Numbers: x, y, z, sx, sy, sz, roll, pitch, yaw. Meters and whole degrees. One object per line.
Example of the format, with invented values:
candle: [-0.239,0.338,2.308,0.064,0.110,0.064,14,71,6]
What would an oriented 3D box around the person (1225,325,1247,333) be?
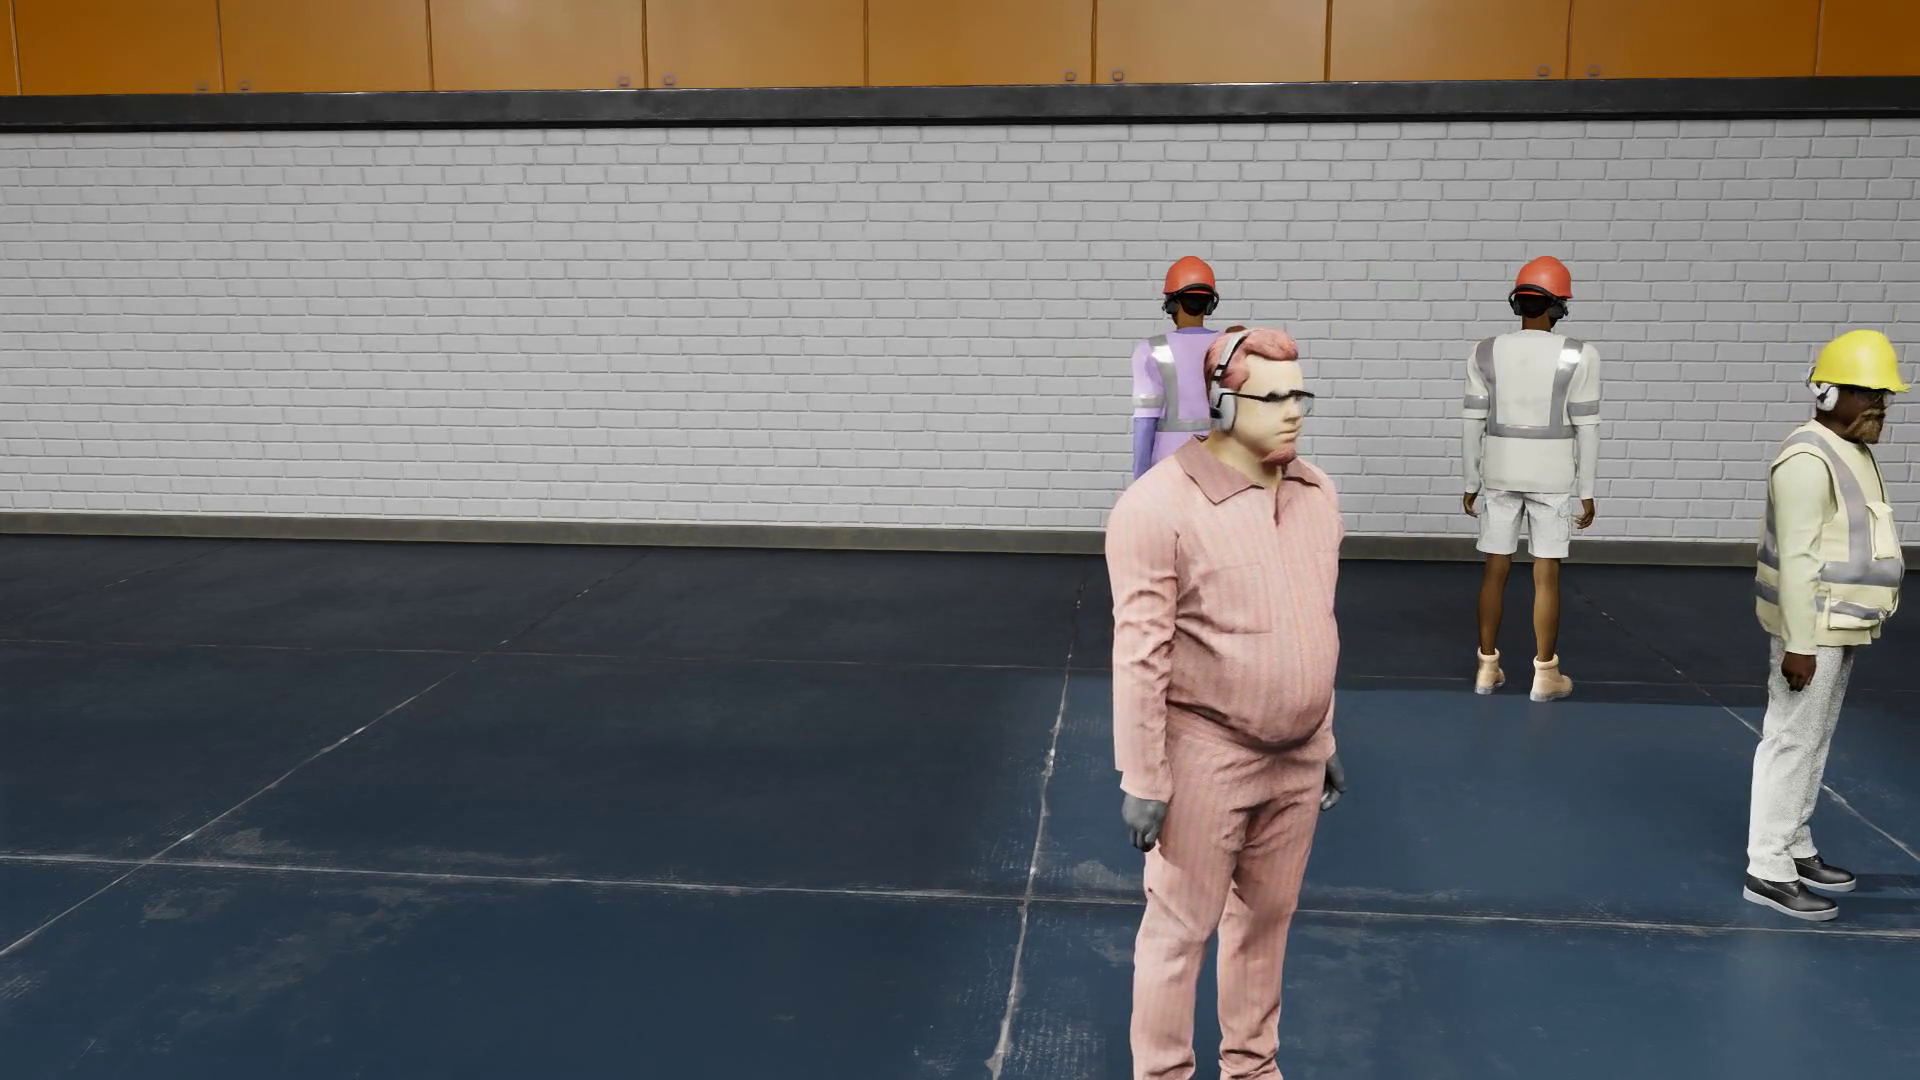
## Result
person: [1.631,-0.446,9.834,0.507,1.631,0.275,-2,10,-13]

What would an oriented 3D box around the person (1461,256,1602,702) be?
person: [2.633,-0.277,7.690,0.615,2.042,0.374,6,12,33]

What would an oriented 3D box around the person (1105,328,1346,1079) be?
person: [0.631,0.485,3.725,0.655,1.905,0.407,-7,12,-34]

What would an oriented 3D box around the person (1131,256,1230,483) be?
person: [1.079,-0.323,7.955,0.609,2.044,0.397,-3,10,-17]

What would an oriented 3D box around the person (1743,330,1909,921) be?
person: [2.724,0.258,5.236,0.403,1.827,0.600,8,13,39]
